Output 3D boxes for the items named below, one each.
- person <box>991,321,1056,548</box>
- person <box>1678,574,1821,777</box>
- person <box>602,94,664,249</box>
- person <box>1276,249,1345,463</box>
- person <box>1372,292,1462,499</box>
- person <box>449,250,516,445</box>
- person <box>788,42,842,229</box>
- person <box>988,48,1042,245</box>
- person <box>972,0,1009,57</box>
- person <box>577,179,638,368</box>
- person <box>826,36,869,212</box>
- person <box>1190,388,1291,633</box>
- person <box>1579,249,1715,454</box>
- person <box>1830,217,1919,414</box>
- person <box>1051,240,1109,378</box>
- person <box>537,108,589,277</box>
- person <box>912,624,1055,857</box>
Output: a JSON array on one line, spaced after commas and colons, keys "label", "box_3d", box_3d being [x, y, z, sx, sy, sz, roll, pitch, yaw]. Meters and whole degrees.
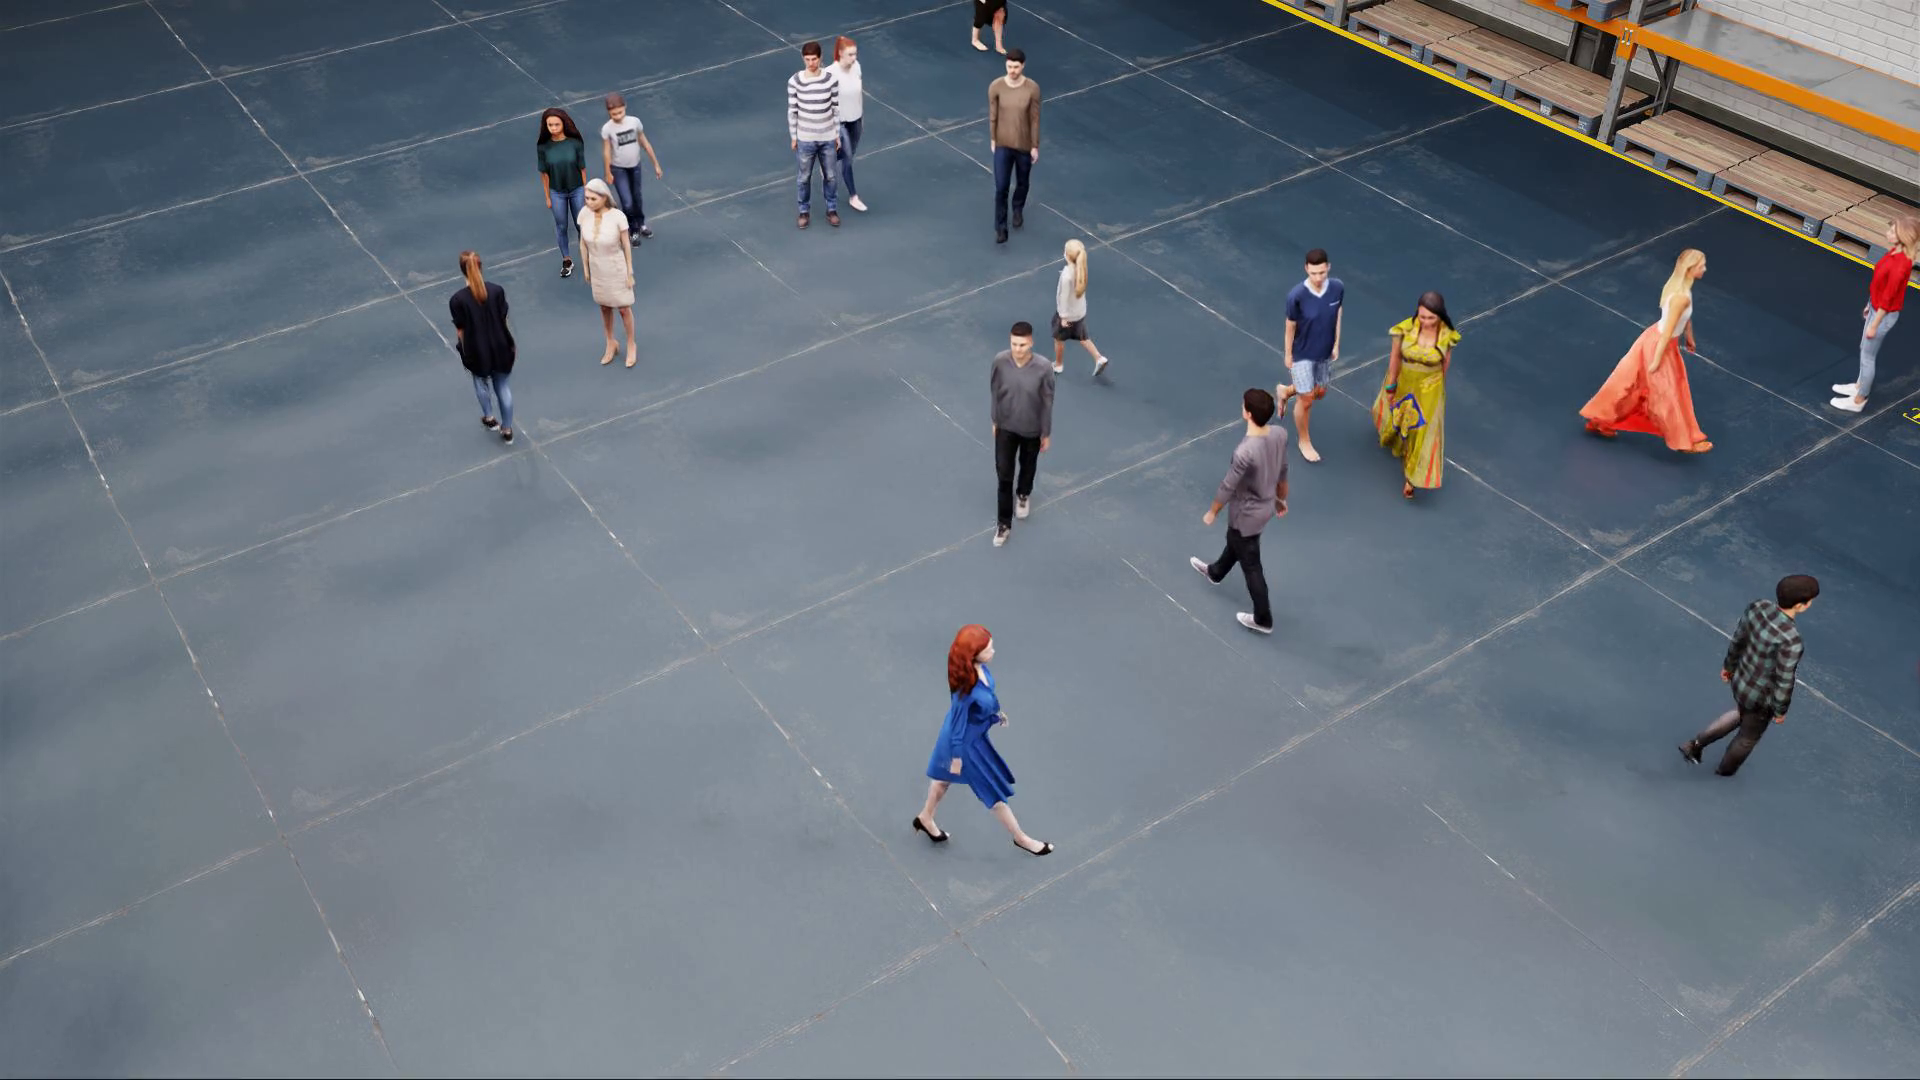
[{"label": "person", "box_3d": [0.465, -0.885, 12.315, 1.012, 1.734, 1.081, 5, 39, 6]}, {"label": "person", "box_3d": [4.873, 0.903, 10.293, 0.880, 1.702, 0.840, -3, 39, -4]}, {"label": "person", "box_3d": [-3.199, -3.575, 15.842, 0.644, 1.536, 0.635, -27, 46, -30]}, {"label": "person", "box_3d": [2.718, -1.523, 13.048, 0.812, 1.818, 1.054, -13, 40, -16]}, {"label": "person", "box_3d": [3.491, -1.230, 12.845, 1.257, 1.613, 1.287, 8, 39, 10]}, {"label": "person", "box_3d": [-3.692, -1.468, 13.097, 0.683, 1.669, 0.739, -16, 41, -19]}, {"label": "person", "box_3d": [-1.385, -3.907, 16.004, 0.721, 1.853, 0.706, -4, 39, -5]}, {"label": "person", "box_3d": [0.538, -3.815, 15.894, 1.059, 1.848, 1.194, 1, 39, 2]}, {"label": "person", "box_3d": [0.301, -6.477, 19.431, 0.577, 1.592, 0.814, -30, 48, -32]}, {"label": "person", "box_3d": [-2.953, -2.246, 14.020, 0.684, 1.735, 0.751, 8, 39, 10]}, {"label": "person", "box_3d": [-1.186, -4.155, 16.429, 0.612, 1.710, 1.062, -26, 45, -29]}, {"label": "person", "box_3d": [2.064, -0.151, 11.329, 1.139, 1.817, 0.844, 28, 46, 30]}, {"label": "person", "box_3d": [5.395, -1.487, 13.061, 1.320, 1.743, 1.112, 13, 40, 16]}, {"label": "person", "box_3d": [7.494, -1.834, 13.532, 0.714, 1.700, 0.701, 15, 41, 18]}, {"label": "person", "box_3d": [0.994, -1.923, 13.995, 0.883, 1.260, 0.676, 24, 44, 27]}, {"label": "person", "box_3d": [-3.623, -3.214, 15.326, 0.691, 1.617, 0.713, -8, 39, -10]}, {"label": "person", "box_3d": [-0.044, 1.176, 9.695, 1.149, 1.784, 1.106, 5, 39, 6]}]
